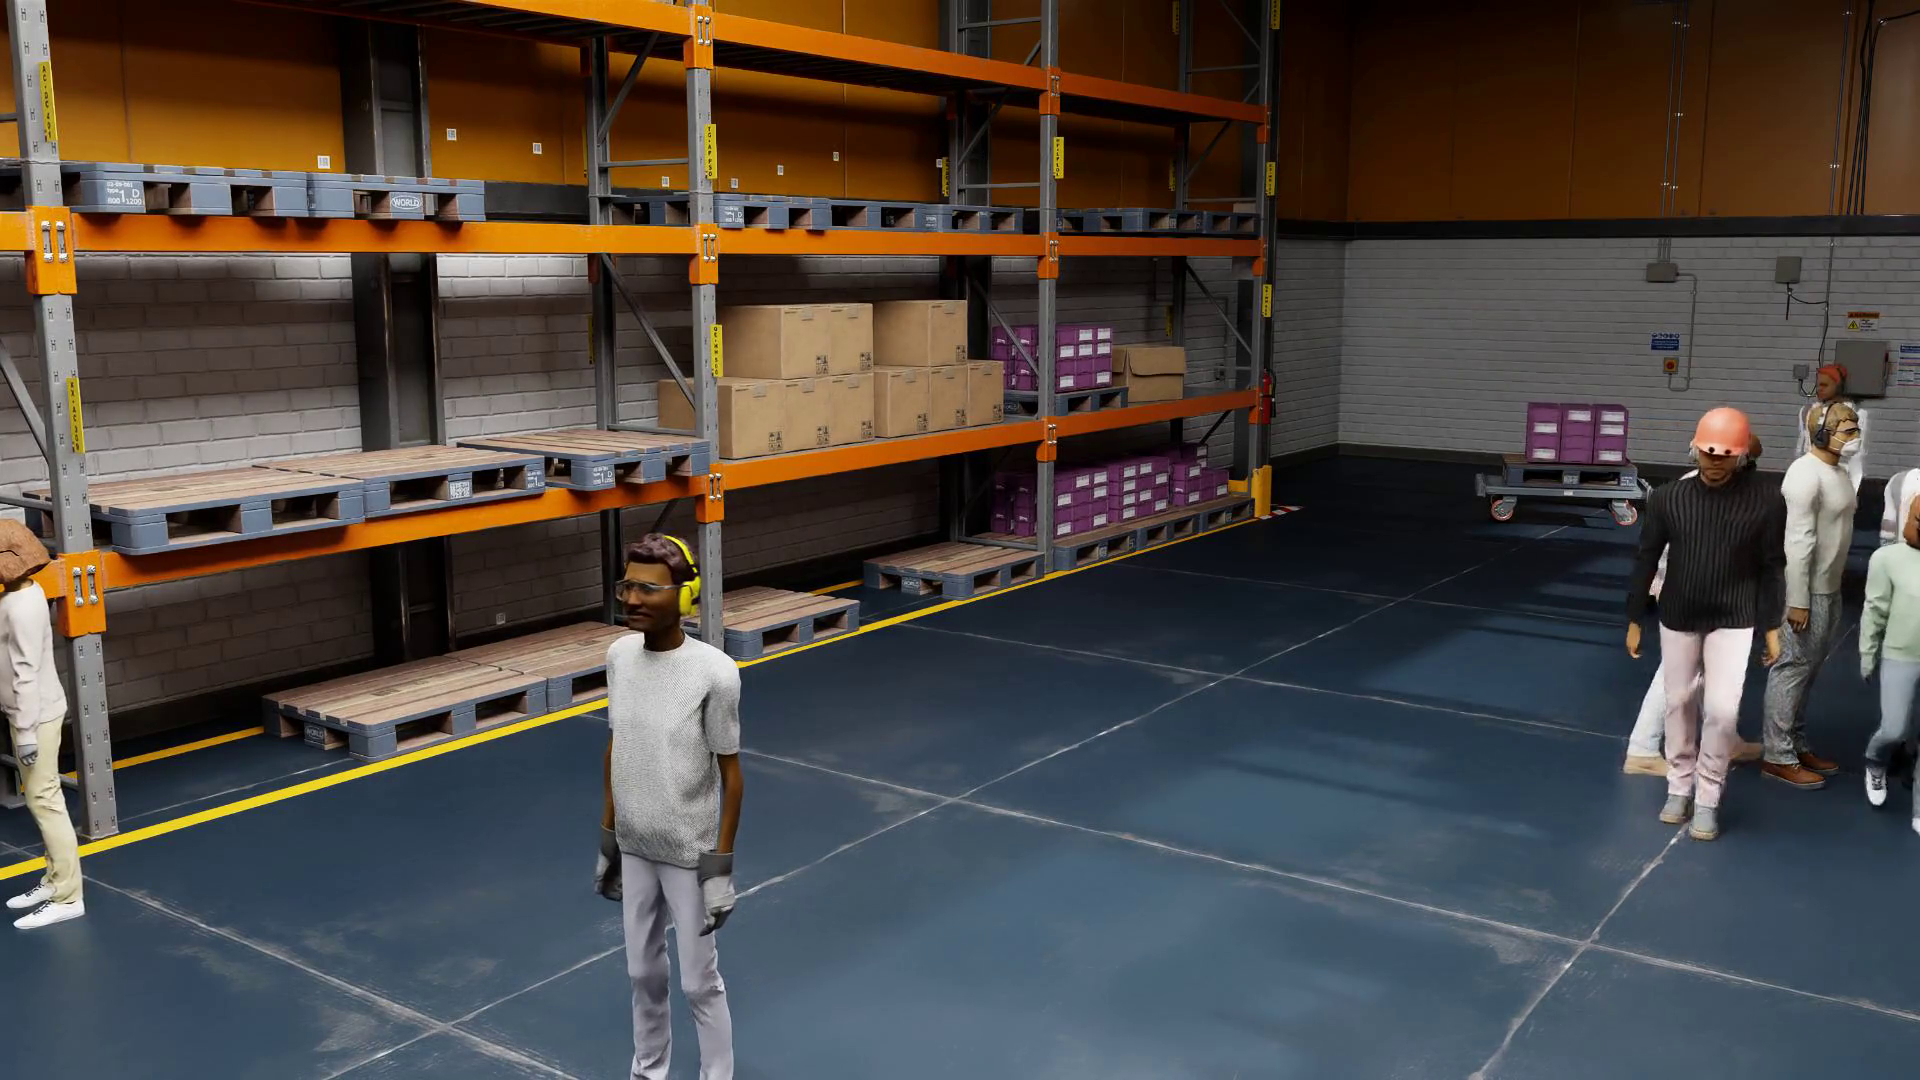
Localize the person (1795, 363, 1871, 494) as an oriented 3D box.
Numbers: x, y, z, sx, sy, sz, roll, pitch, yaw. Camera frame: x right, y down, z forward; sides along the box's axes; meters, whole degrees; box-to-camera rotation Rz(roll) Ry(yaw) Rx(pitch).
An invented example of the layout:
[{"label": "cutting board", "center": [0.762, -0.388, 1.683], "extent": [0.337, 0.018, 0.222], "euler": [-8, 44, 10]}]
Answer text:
[{"label": "person", "center": [6.479, -0.387, 12.466], "extent": [0.404, 1.872, 0.575], "euler": [-5, 11, -29]}]

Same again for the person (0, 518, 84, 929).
[{"label": "person", "center": [-3.699, 0.719, 6.601], "extent": [0.282, 1.625, 0.492], "euler": [-5, 11, -29]}]

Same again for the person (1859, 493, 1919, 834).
[{"label": "person", "center": [4.399, 0.553, 7.625], "extent": [0.519, 1.617, 0.451], "euler": [3, 10, 15]}]

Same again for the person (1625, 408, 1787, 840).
[{"label": "person", "center": [3.369, 0.382, 7.576], "extent": [0.666, 1.963, 0.680], "euler": [6, 11, 31]}]

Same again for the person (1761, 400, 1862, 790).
[{"label": "person", "center": [4.287, 0.264, 8.366], "extent": [0.355, 1.938, 0.636], "euler": [8, 12, 40]}]

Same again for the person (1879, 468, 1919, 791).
[{"label": "person", "center": [4.832, 0.290, 8.321], "extent": [0.472, 1.924, 0.597], "euler": [-5, 11, -25]}]

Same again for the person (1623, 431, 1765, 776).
[{"label": "person", "center": [3.842, 0.321, 8.494], "extent": [0.893, 1.786, 0.670], "euler": [0, 10, 2]}]

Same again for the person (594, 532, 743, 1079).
[{"label": "person", "center": [-0.853, 0.903, 4.766], "extent": [0.509, 1.873, 0.328], "euler": [6, 11, 30]}]
